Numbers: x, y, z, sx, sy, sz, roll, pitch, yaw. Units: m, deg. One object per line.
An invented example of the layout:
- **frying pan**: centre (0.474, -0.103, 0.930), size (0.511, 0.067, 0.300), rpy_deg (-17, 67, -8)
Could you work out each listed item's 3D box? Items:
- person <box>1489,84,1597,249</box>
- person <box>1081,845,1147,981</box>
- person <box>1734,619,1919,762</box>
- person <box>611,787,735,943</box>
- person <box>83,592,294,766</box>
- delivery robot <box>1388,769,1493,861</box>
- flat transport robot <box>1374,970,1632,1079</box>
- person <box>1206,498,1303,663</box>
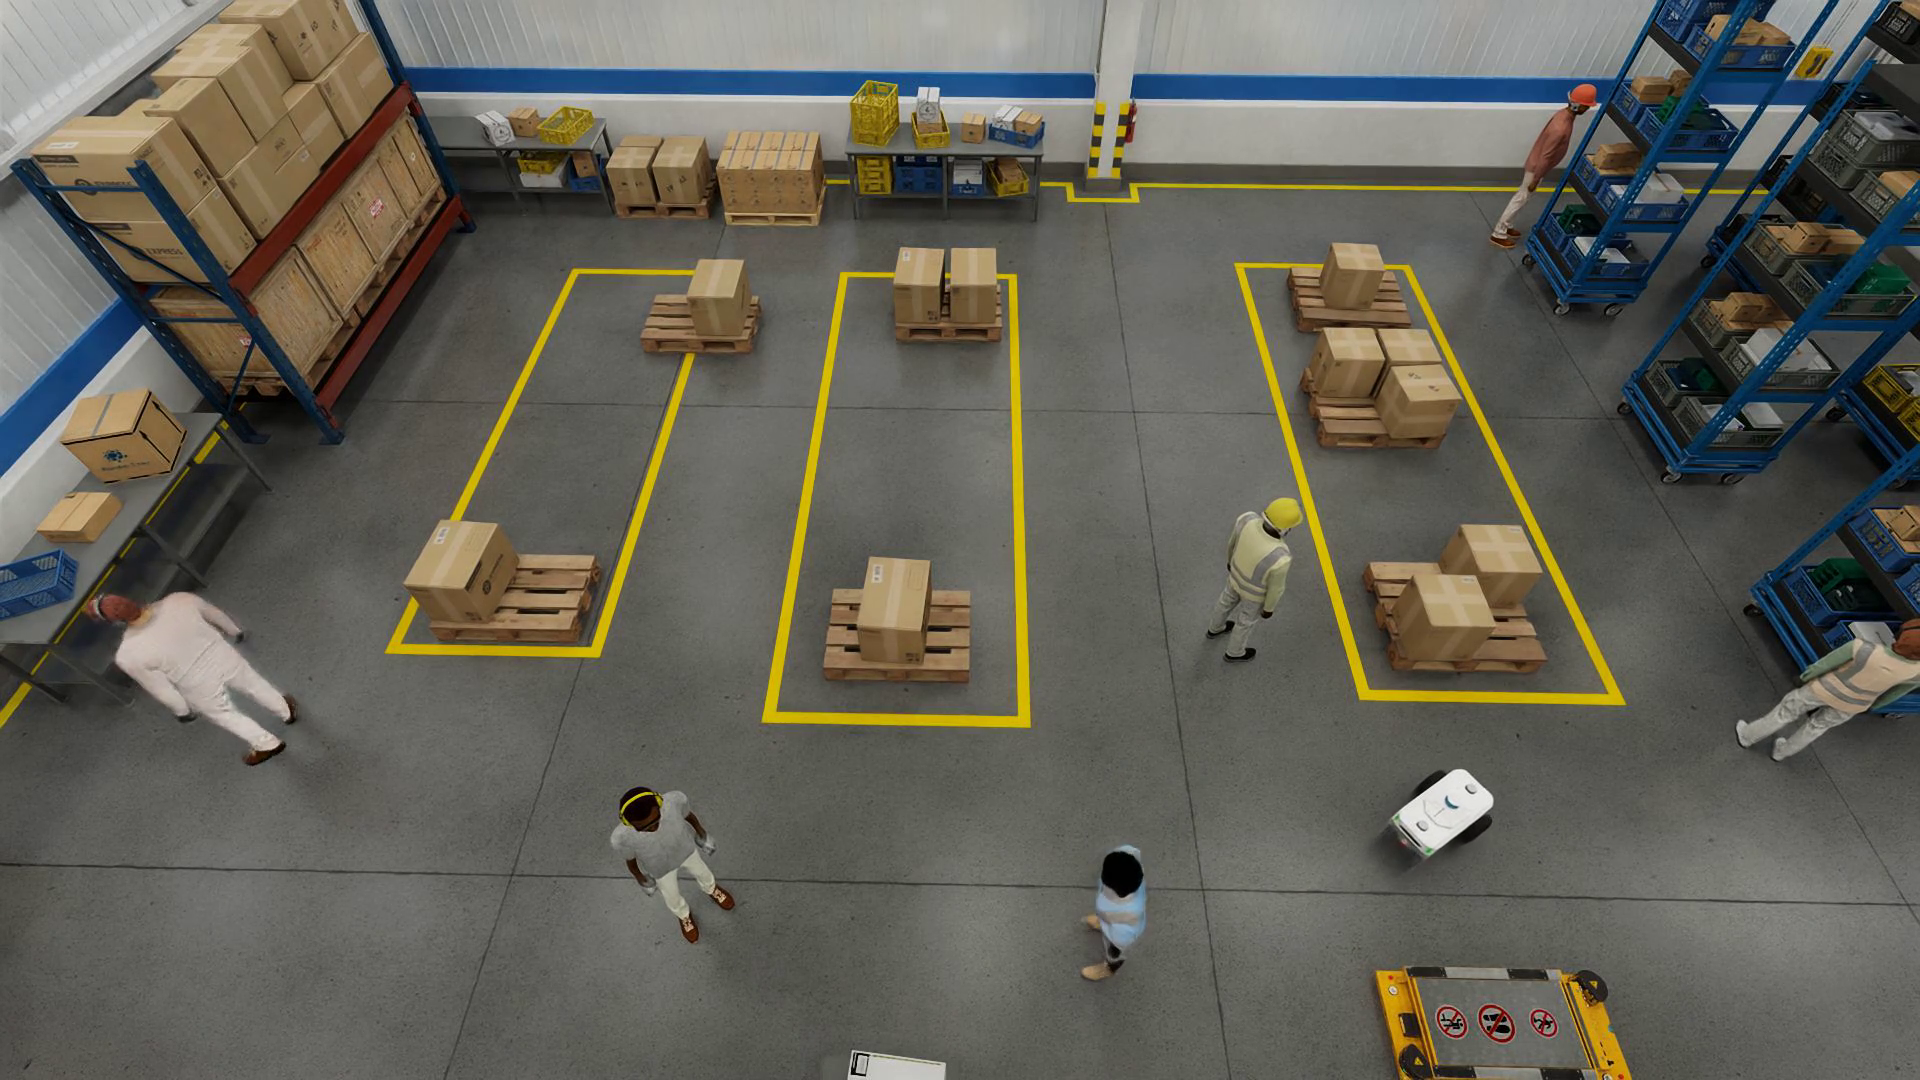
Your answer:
- **person**: centre (7.009, -4.475, 11.022), size (0.409, 1.987, 0.607), rpy_deg (25, 55, 19)
- **person**: centre (0.972, 2.300, 5.685), size (0.341, 1.685, 0.598), rpy_deg (9, 51, 7)
- **person**: centre (6.390, 1.127, 6.678), size (0.523, 1.631, 0.314), rpy_deg (25, 55, 19)
- **person**: centre (-1.801, 2.021, 5.795), size (0.518, 1.873, 0.328), rpy_deg (-36, 59, -26)
- **person**: centre (-5.496, 0.926, 6.684), size (0.397, 1.887, 0.746), rpy_deg (13, 52, 11)
- **delivery robot**: centre (3.477, 1.972, 6.620), size (0.707, 0.478, 0.477), rpy_deg (-26, 55, -20)
- **flat transport robot**: centre (3.501, 3.133, 5.914), size (1.431, 0.197, 0.652), rpy_deg (1, 51, 1)
- **person**: centre (2.315, 0.315, 7.212), size (0.404, 1.827, 0.601), rpy_deg (-17, 53, -14)
